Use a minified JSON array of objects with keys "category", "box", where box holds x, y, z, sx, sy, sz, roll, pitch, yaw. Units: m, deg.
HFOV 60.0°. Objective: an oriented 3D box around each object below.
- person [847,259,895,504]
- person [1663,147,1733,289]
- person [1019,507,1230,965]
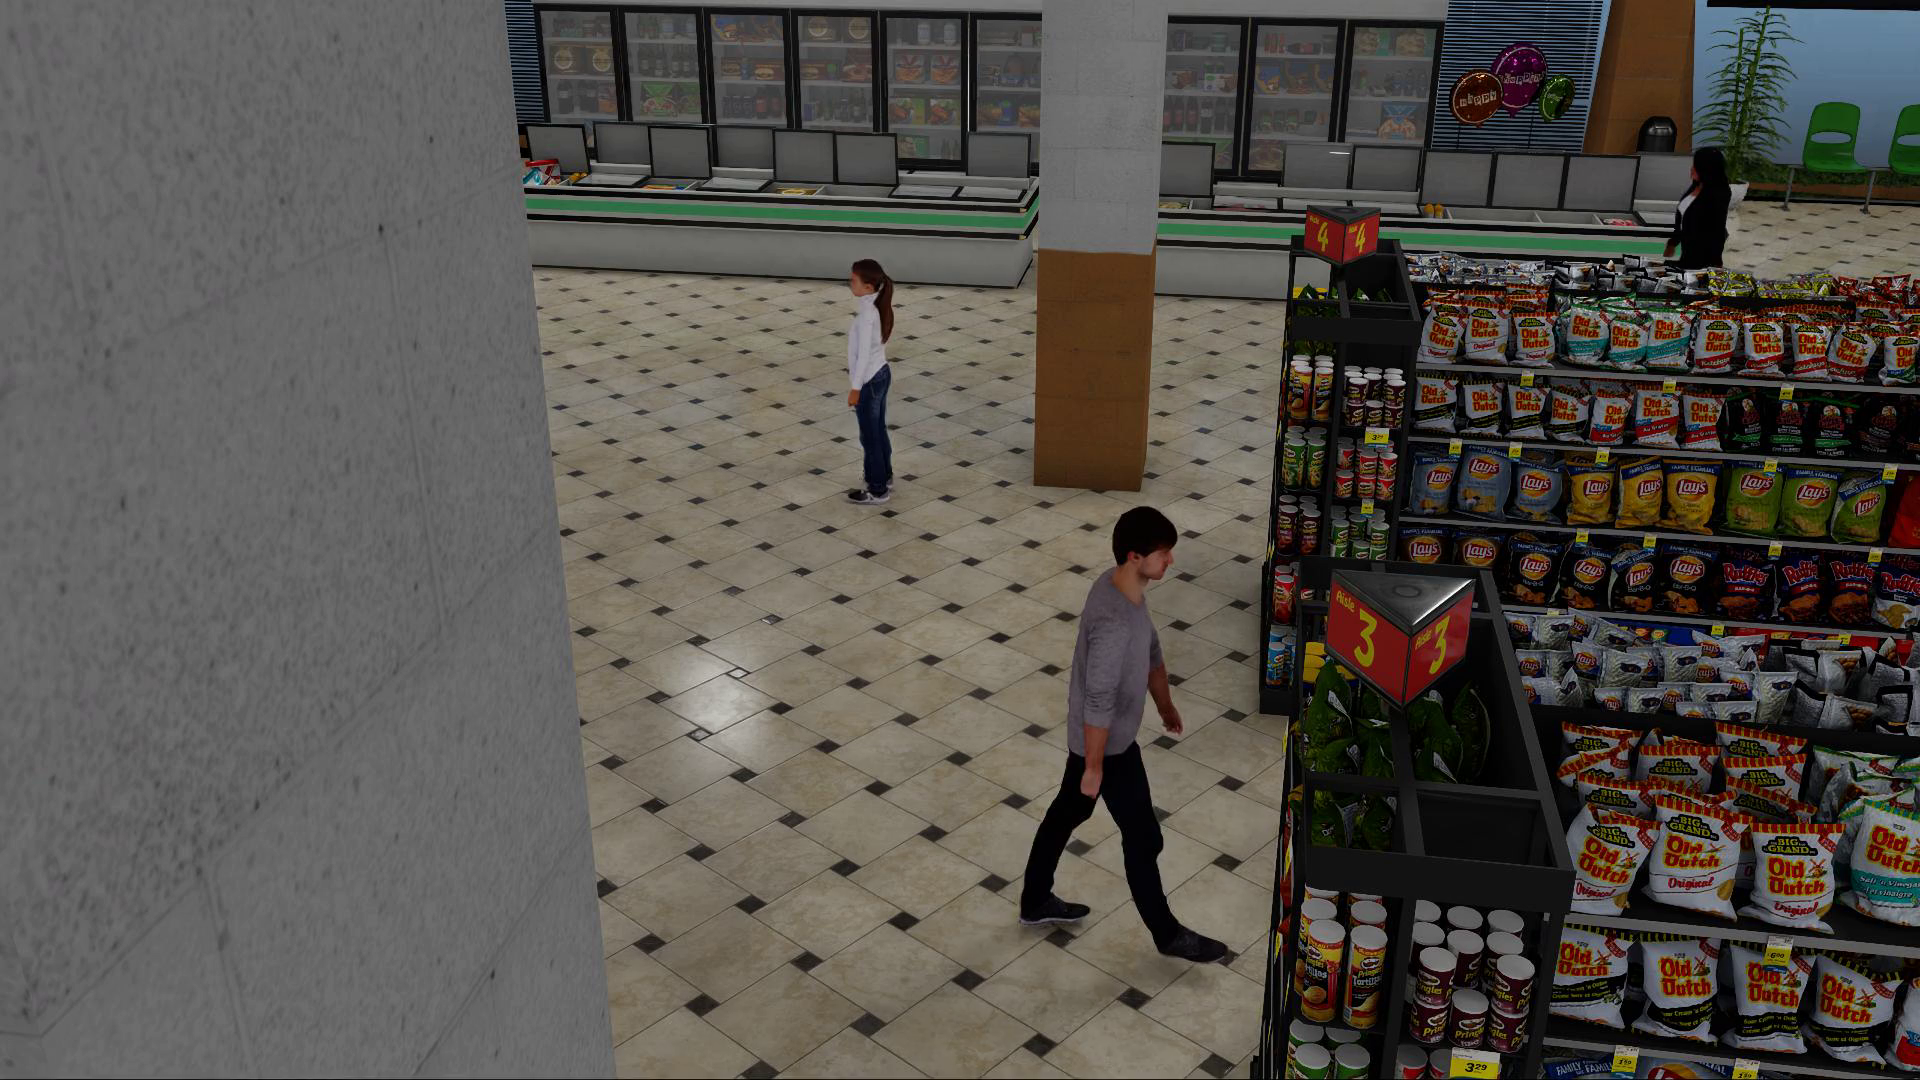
[{"category":"person","box":[-0.540,-0.994,10.345,0.511,1.555,0.634,7,25,16]},{"category":"person","box":[6.035,-2.326,13.370,1.202,1.570,0.757,0,24,-1]},{"category":"person","box":[0.442,0.727,6.107,1.029,1.800,0.713,1,24,2]}]
